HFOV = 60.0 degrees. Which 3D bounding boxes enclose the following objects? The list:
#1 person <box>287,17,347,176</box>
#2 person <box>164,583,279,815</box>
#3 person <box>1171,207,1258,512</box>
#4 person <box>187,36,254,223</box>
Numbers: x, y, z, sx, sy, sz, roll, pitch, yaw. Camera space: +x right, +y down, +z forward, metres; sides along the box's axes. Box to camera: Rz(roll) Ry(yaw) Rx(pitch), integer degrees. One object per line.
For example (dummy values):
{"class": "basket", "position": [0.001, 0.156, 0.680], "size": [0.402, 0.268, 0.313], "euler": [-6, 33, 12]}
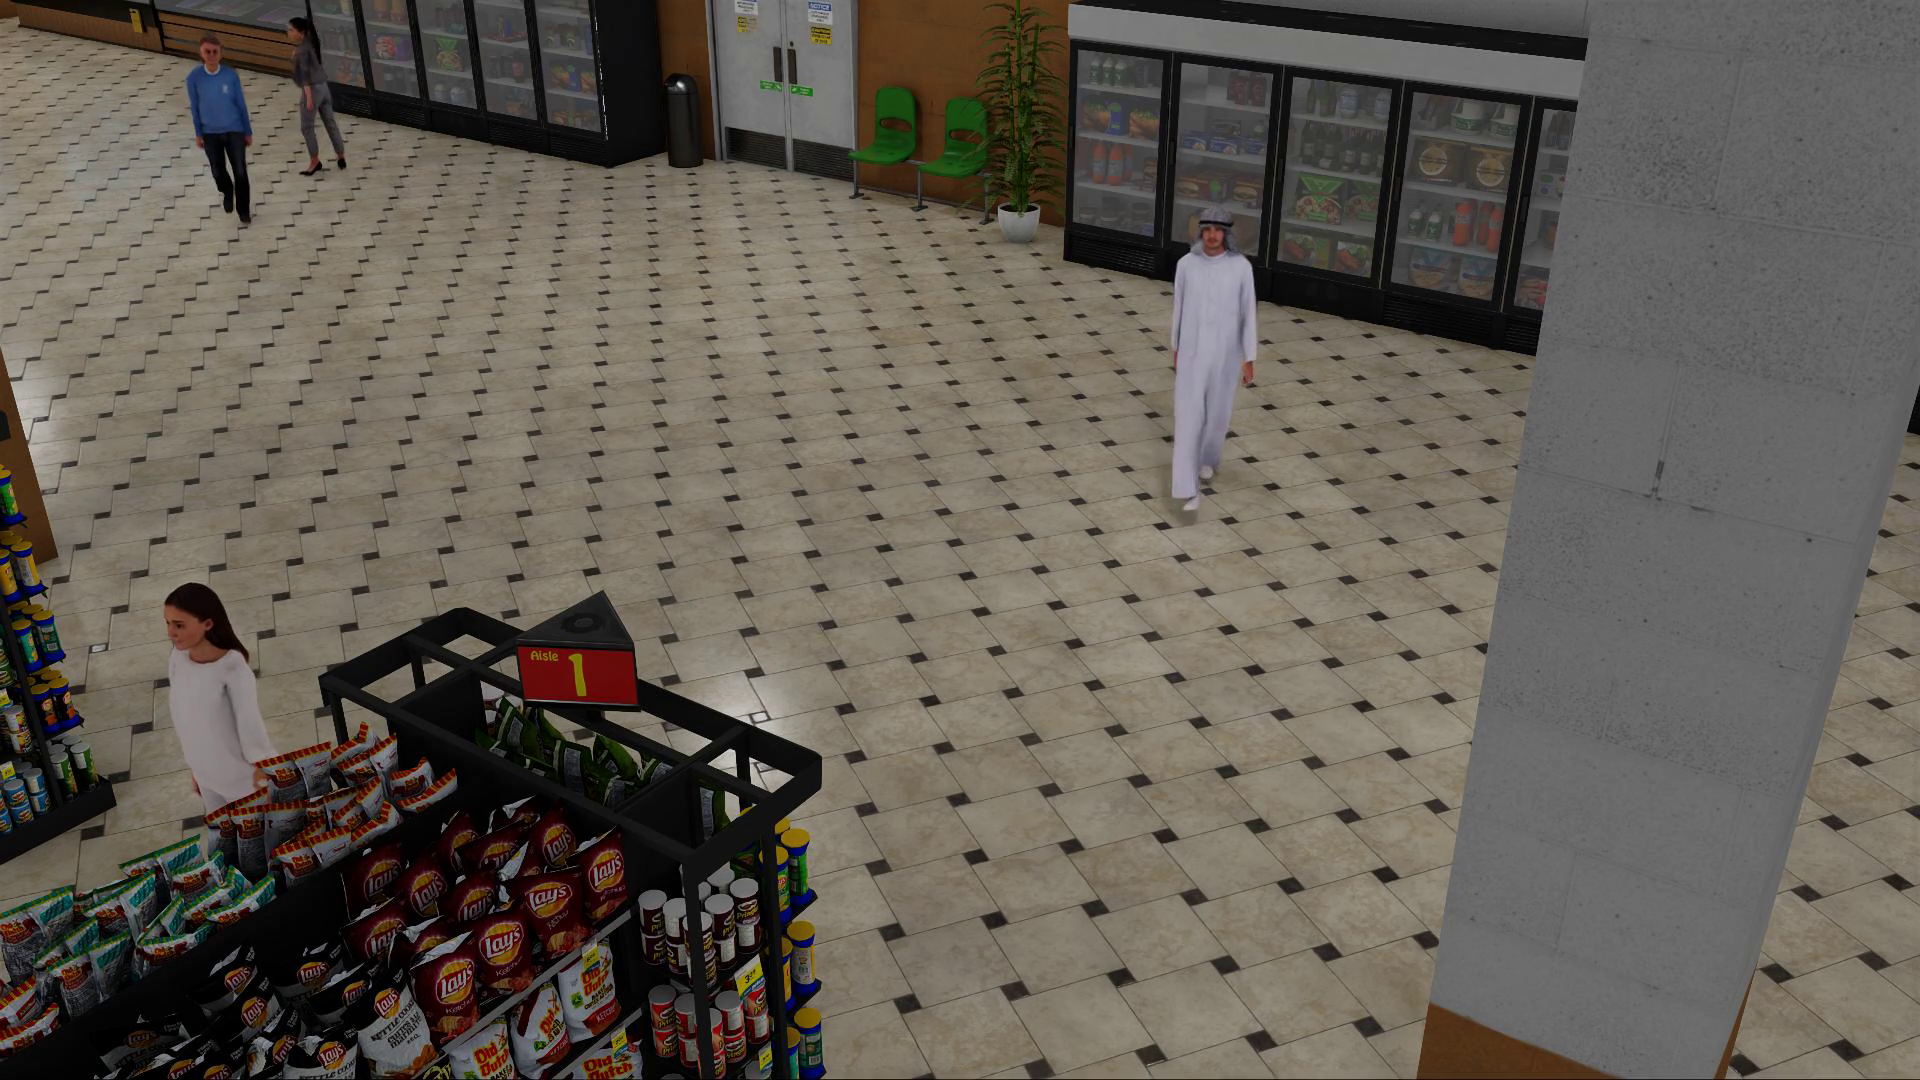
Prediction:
{"class": "person", "position": [-6.893, -4.766, 17.884], "size": [0.877, 1.660, 0.732], "euler": [6, 28, 12]}
{"class": "person", "position": [-2.895, 0.914, 6.654], "size": [0.624, 1.688, 0.581], "euler": [12, 29, 22]}
{"class": "person", "position": [1.607, -1.186, 10.585], "size": [1.080, 1.877, 1.364], "euler": [4, 27, 8]}
{"class": "person", "position": [-7.207, -4.017, 16.252], "size": [0.872, 1.802, 0.927], "euler": [-10, 29, -19]}
